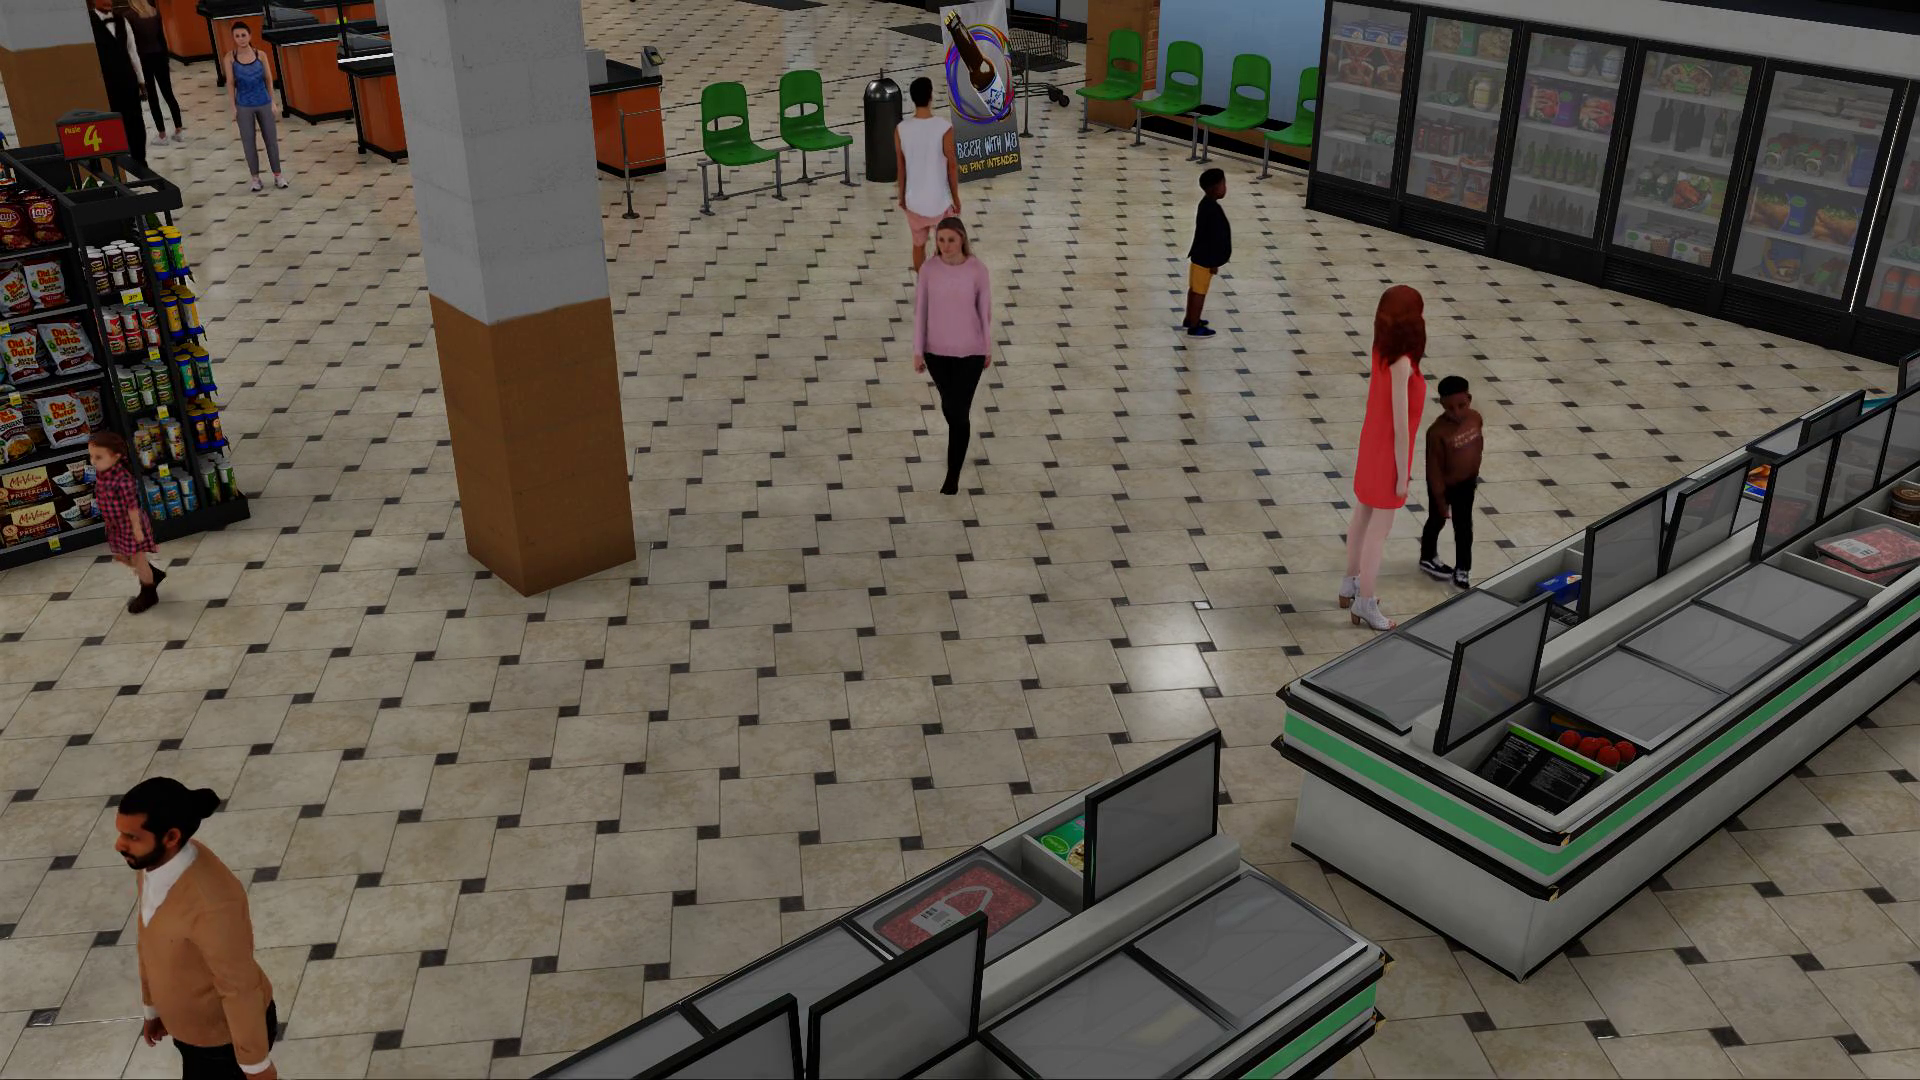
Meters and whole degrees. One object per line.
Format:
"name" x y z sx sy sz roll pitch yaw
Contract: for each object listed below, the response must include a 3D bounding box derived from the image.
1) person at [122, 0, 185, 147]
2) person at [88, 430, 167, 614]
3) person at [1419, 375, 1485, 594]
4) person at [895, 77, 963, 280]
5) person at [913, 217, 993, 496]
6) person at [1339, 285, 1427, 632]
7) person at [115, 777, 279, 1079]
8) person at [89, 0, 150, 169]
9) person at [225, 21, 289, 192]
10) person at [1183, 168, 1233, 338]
"person" -8.688 -5.117 17.860 0.726 1.702 0.556 16 31 28
"person" -4.365 -0.122 8.768 0.504 1.018 0.555 14 30 26
"person" 2.633 -0.336 8.961 0.725 1.225 0.762 -13 30 -25
"person" -0.260 -2.666 12.946 0.904 1.776 0.994 8 28 16
"person" -0.027 -1.157 10.126 1.033 1.636 1.178 6 27 11
"person" 2.149 -0.417 8.457 0.695 1.826 0.669 -2 27 -3
"person" -2.132 1.413 4.938 0.587 1.744 0.644 -22 34 -36
"person" -8.413 -4.519 16.513 0.932 1.856 0.946 15 31 27
"person" -6.878 -4.232 16.220 0.564 1.609 0.691 -13 30 -24
"person" 1.836 -2.168 12.530 0.659 1.266 0.616 -3 27 -7
